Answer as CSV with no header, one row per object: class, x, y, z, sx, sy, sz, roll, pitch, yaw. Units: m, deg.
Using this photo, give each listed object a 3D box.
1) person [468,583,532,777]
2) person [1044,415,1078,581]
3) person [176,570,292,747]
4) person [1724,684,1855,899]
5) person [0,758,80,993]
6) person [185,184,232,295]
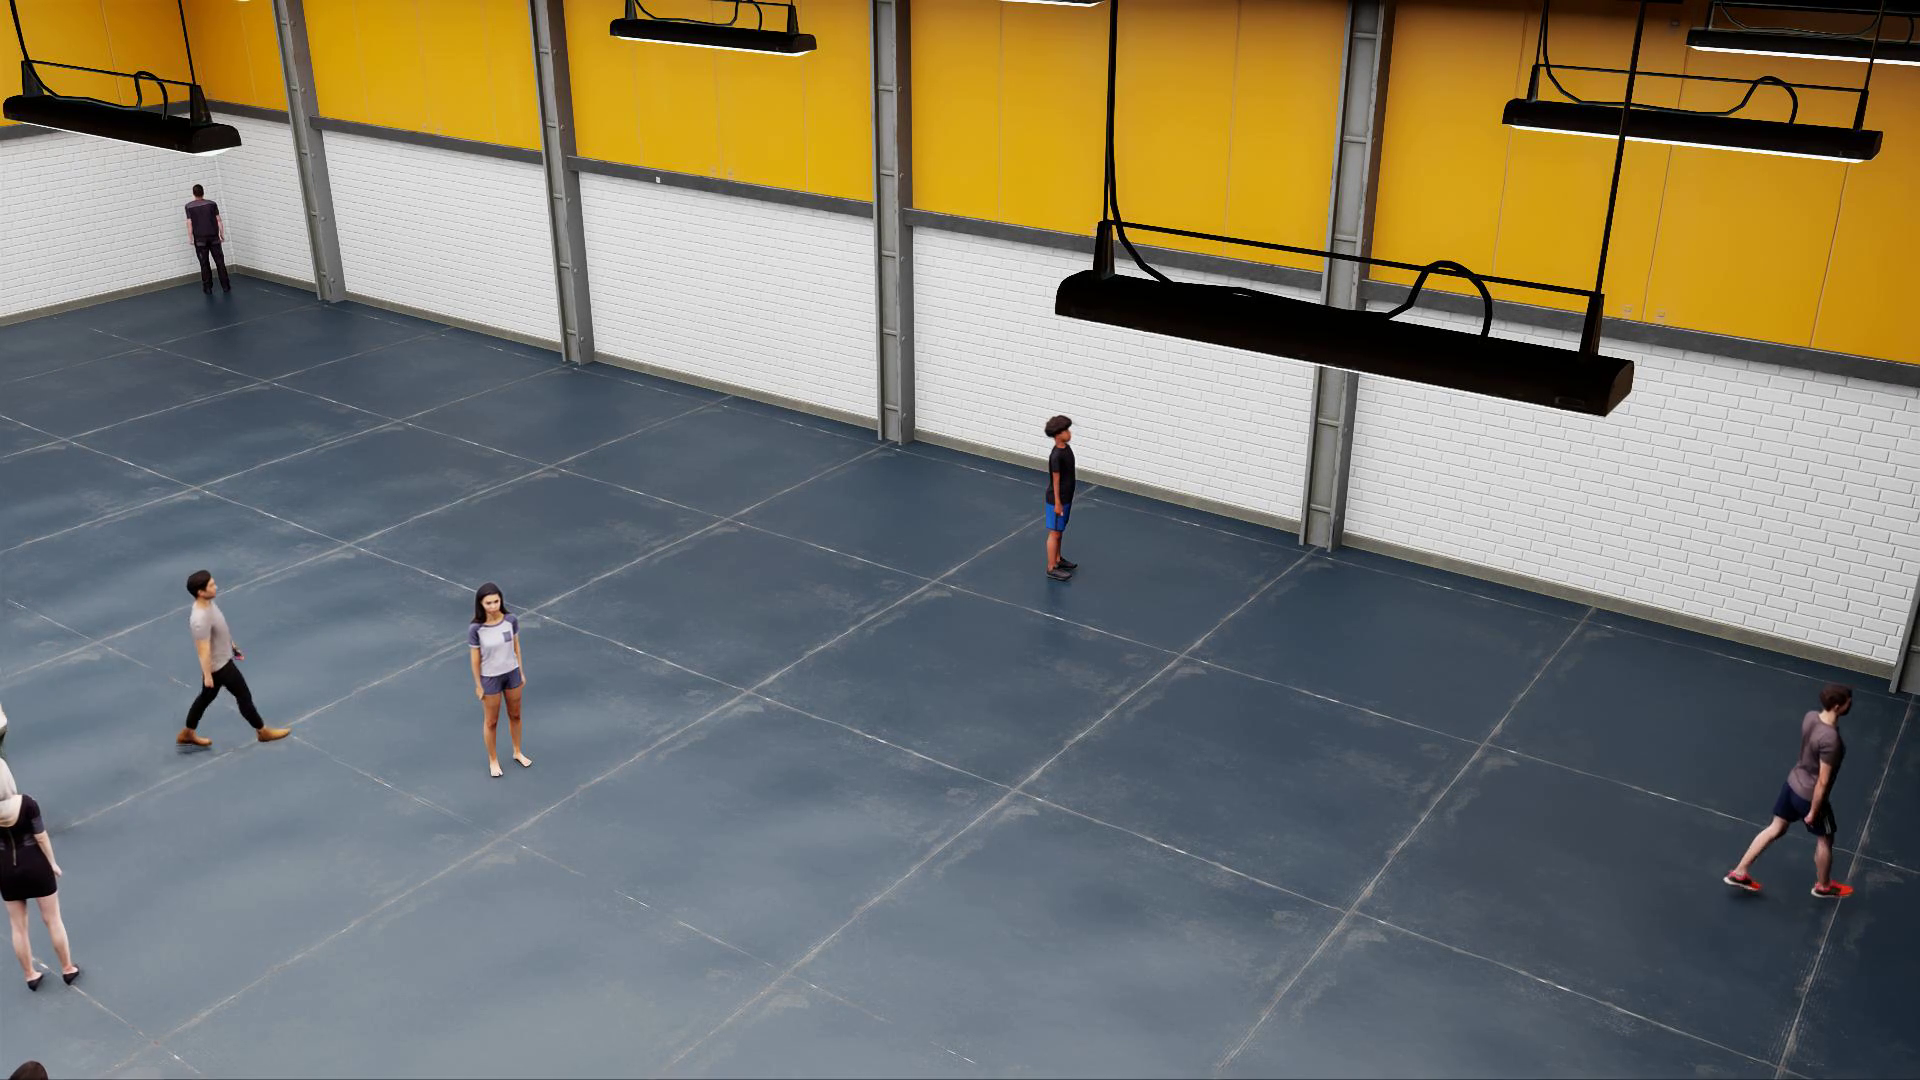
person,-3.898,1.160,14.088,0.643,1.733,0.598,-17,29,-33
person,1.056,-0.476,17.739,0.694,1.805,0.675,7,25,16
person,-6.512,1.069,14.364,1.088,1.678,1.169,-8,25,-19
person,6.186,1.884,12.334,1.267,1.810,1.105,0,24,0
person,-6.415,2.285,11.392,0.641,1.830,0.675,-7,24,-15
person,-12.856,-5.151,28.383,0.808,1.845,0.766,-13,27,-27
